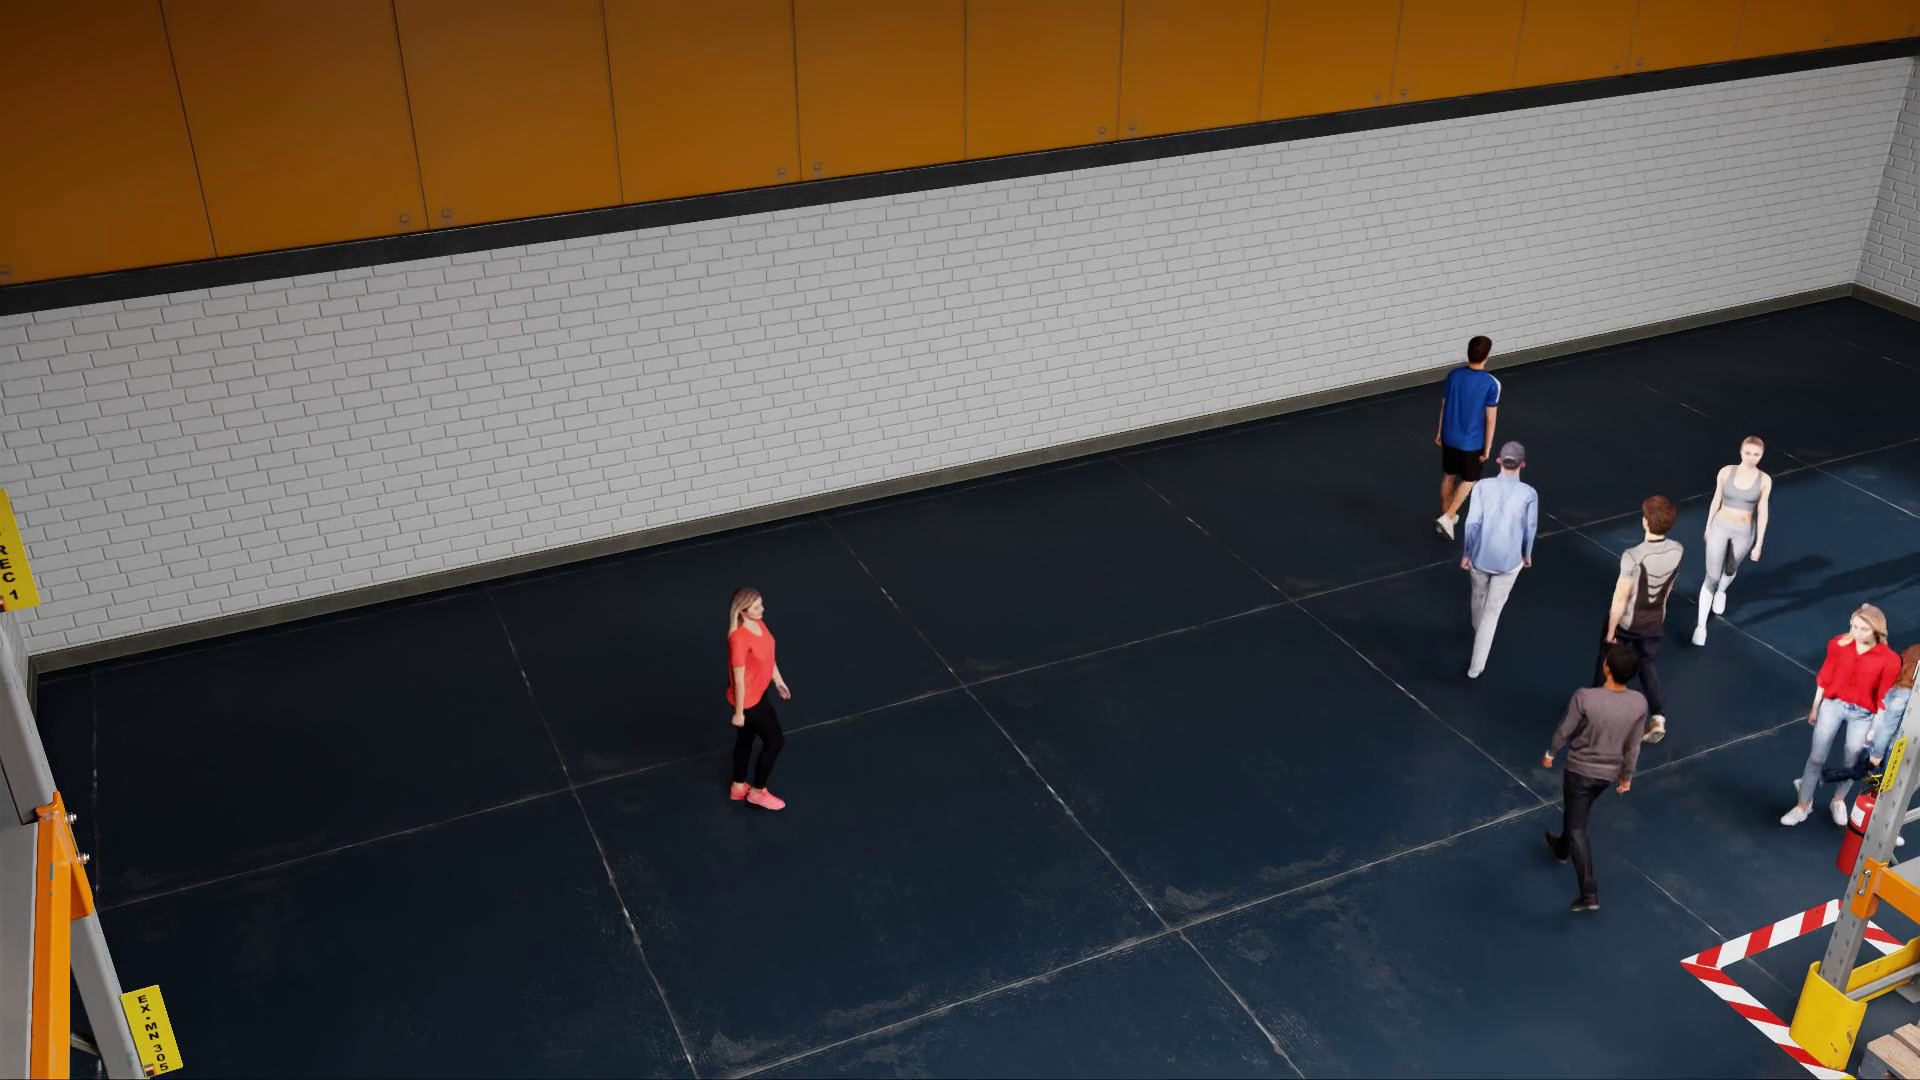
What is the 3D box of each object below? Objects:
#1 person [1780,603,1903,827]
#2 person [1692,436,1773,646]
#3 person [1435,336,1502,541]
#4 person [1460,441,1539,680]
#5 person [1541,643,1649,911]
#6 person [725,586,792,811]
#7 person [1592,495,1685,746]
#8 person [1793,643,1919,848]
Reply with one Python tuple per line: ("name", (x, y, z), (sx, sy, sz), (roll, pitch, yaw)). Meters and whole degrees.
("person", (5.819, 1.126, 10.849), (0.798, 1.684, 0.838), (19, 34, 31))
("person", (6.069, -0.060, 13.048), (1.117, 1.660, 1.111), (13, 31, 22))
("person", (4.278, -0.842, 14.285), (1.009, 1.848, 0.978), (19, 34, 31))
("person", (3.989, 0.181, 12.422), (1.187, 1.836, 1.208), (12, 31, 20))
("person", (3.880, 1.468, 10.167), (1.219, 1.737, 0.940), (-12, 31, -20))
("person", (-1.476, 1.041, 11.011), (0.782, 1.677, 0.726), (2, 29, 3))
("person", (4.805, 0.595, 11.635), (0.847, 1.863, 1.162), (-6, 29, -10))
("person", (5.910, 1.287, 10.802), (1.041, 1.446, 0.892), (17, 33, 29))
